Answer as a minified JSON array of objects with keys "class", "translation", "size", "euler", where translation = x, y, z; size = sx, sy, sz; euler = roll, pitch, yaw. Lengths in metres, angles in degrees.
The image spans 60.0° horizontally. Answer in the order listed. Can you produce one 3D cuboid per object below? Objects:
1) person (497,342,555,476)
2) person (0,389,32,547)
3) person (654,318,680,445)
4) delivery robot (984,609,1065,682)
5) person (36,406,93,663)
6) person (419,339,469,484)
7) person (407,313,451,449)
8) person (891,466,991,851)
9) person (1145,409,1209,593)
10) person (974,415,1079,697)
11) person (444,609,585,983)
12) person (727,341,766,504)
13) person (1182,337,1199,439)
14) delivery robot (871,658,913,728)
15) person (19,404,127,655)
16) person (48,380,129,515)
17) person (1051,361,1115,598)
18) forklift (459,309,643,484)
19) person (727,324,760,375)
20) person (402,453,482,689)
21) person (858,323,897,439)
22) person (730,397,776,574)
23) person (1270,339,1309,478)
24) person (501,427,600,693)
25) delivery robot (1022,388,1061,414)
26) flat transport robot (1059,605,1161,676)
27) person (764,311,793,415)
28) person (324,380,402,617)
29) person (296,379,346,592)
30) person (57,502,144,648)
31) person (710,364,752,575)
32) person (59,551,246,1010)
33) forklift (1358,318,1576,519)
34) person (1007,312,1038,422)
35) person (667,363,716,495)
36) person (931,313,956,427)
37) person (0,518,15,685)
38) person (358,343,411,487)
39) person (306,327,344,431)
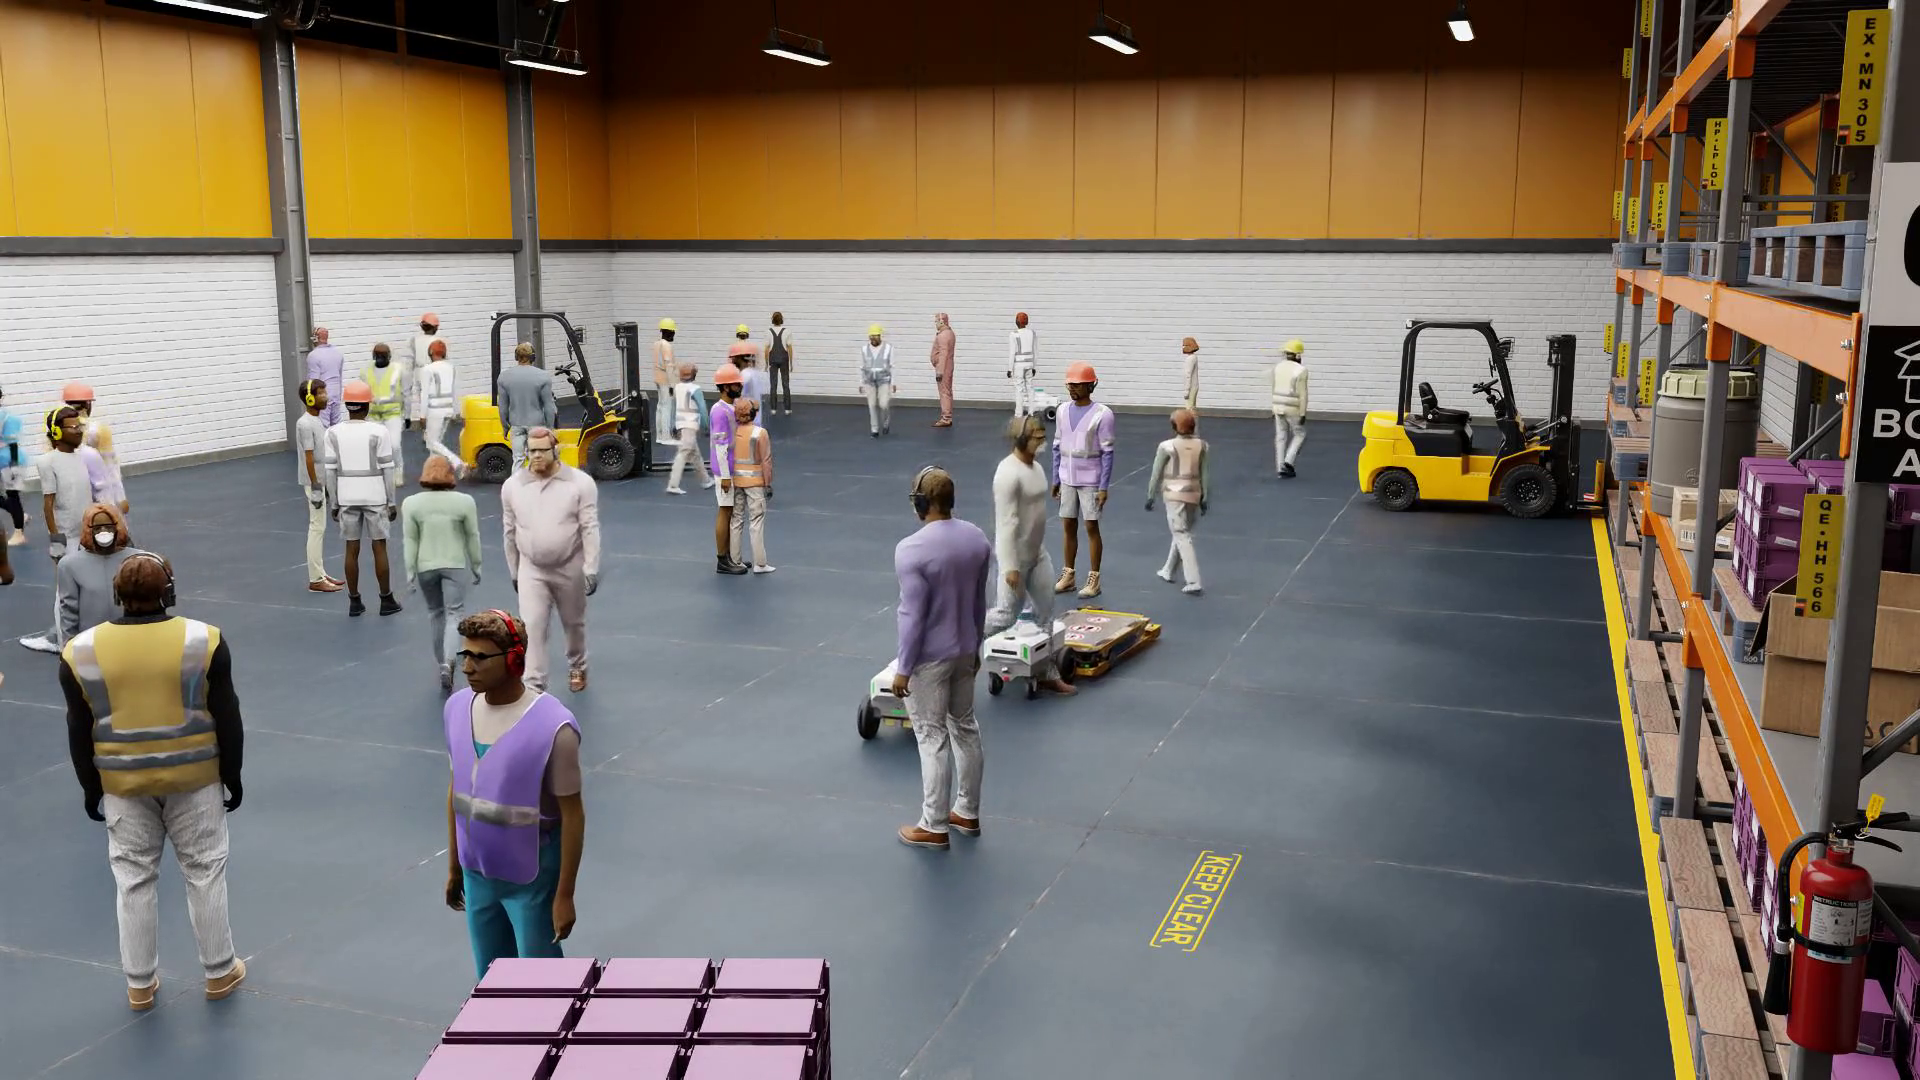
[{"class":"person","translation":[-4.918,-1.285,18.943],"size":[0.635,1.938,0.359],"euler":[0,10,2]},{"class":"person","translation":[-9.616,-0.766,16.764],"size":[0.537,1.680,0.456],"euler":[3,11,18]},{"class":"person","translation":[-4.449,-2.399,25.255],"size":[0.382,1.923,0.593],"euler":[-5,11,-26]},{"class":"delivery robot","translation":[0.442,0.715,11.311],"size":[0.477,0.478,0.707],"euler":[5,11,25]},{"class":"person","translation":[-6.416,-0.031,12.070],"size":[0.328,1.874,0.514],"euler":[1,10,6]},{"class":"person","translation":[-6.483,-1.581,20.842],"size":[0.699,1.857,0.623],"euler":[4,11,21]},{"class":"person","translation":[-7.875,-2.368,24.788],"size":[0.642,2.023,0.561],"euler":[1,10,8]},{"class":"person","translation":[-0.100,0.591,8.382],"size":[0.353,1.936,0.635],"euler":[8,13,40]},{"class":"person","translation":[1.932,-0.350,14.646],"size":[0.529,1.593,0.861],"euler":[-5,11,-25]},{"class":"person","translation":[0.353,0.101,11.211],"size":[0.889,1.914,0.636],"euler":[5,11,26]},{"class":"person","translation":[-1.502,1.129,5.609],"size":[0.570,1.844,0.379],"euler":[6,12,30]},{"class":"person","translation":[-2.521,-1.359,19.447],"size":[0.433,1.916,0.569],"euler":[1,10,6]},{"class":"person","translation":[3.527,-2.289,25.484],"size":[0.279,1.624,0.494],"euler":[2,10,13]},{"class":"delivery robot","translation":[-0.294,0.883,10.367],"size":[0.477,0.478,0.707],"euler":[3,11,17]},{"class":"person","translation":[-6.472,-0.084,12.409],"size":[1.060,1.864,0.619],"euler":[-6,12,-30]},{"class":"person","translation":[-7.302,-0.377,13.902],"size":[0.572,1.914,0.826],"euler":[2,10,13]},{"class":"person","translation":[1.033,-0.519,14.335],"size":[0.606,2.044,0.374],"euler":[8,13,38]},{"class":"forklift","translation":[-5.354,-1.902,21.697],"size":[2.313,2.155,1.214],"euler":[-2,10,-13]},{"class":"person","translation":[-3.481,-2.587,26.765],"size":[0.524,1.769,0.314],"euler":[-3,10,-15]},{"class":"person","translation":[-3.568,0.212,11.451],"size":[0.510,1.604,0.742],"euler":[-2,10,-10]},{"class":"person","translation":[-1.300,-2.472,25.971],"size":[0.618,1.813,0.426],"euler":[2,10,12]},{"class":"person","translation":[-1.958,-0.499,15.362],"size":[0.517,1.641,0.308],"euler":[5,11,26]},{"class":"person","translation":[4.280,-1.694,21.578],"size":[0.425,1.815,0.606],"euler":[-9,14,-42]},{"class":"person","translation":[-2.686,0.175,10.975],"size":[0.640,1.861,1.009],"euler":[-1,10,-6]},{"class":"delivery robot","translation":[1.381,-2.381,28.747],"size":[0.707,0.478,0.477],"euler":[2,10,10]},{"class":"flat transport robot","translation":[0.945,0.728,12.297],"size":[0.652,0.197,1.431],"euler":[5,11,26]},{"class":"person","translation":[-3.241,-3.157,29.747],"size":[0.506,1.847,0.344],"euler":[-1,10,-3]},{"class":"person","translation":[-4.881,-0.337,13.605],"size":[0.545,1.939,0.373],"euler":[0,10,-2]},{"class":"person","translation":[-5.623,-0.478,14.596],"size":[0.328,1.872,0.514],"euler":[-3,10,-16]},{"class":"person","translation":[-4.682,0.598,9.197],"size":[0.498,1.634,0.281],"euler":[-7,12,-33]},{"class":"person","translation":[-2.125,-0.656,15.395],"size":[0.353,1.942,0.545],"euler":[0,10,2]},{"class":"person","translation":[-3.175,0.953,6.619],"size":[0.626,1.844,0.429],"euler":[-3,11,-17]},{"class":"forklift","translation":[5.787,-1.437,19.079],"size":[2.313,2.155,1.214],"euler":[3,11,19]},{"class":"person","translation":[1.068,-2.957,28.520],"size":[0.573,1.883,0.355],"euler":[-6,12,-31]},{"class":"person","translation":[-3.299,-1.364,20.366],"size":[0.843,1.587,0.521],"euler":[-8,13,-39]},{"class":"person","translation":[-0.292,-2.847,27.837],"size":[0.408,1.907,0.638],"euler":[2,10,11]},{"class":"person","translation":[-6.412,0.131,10.679],"size":[0.695,2.000,0.968],"euler":[2,10,12]},{"class":"person","translation":[-7.174,-1.539,20.705],"size":[0.645,1.821,0.455],"euler":[0,10,2]},{"class":"person","translation":[-8.803,-1.990,23.010],"size":[0.409,1.908,0.639],"euler":[3,11,17]}]
